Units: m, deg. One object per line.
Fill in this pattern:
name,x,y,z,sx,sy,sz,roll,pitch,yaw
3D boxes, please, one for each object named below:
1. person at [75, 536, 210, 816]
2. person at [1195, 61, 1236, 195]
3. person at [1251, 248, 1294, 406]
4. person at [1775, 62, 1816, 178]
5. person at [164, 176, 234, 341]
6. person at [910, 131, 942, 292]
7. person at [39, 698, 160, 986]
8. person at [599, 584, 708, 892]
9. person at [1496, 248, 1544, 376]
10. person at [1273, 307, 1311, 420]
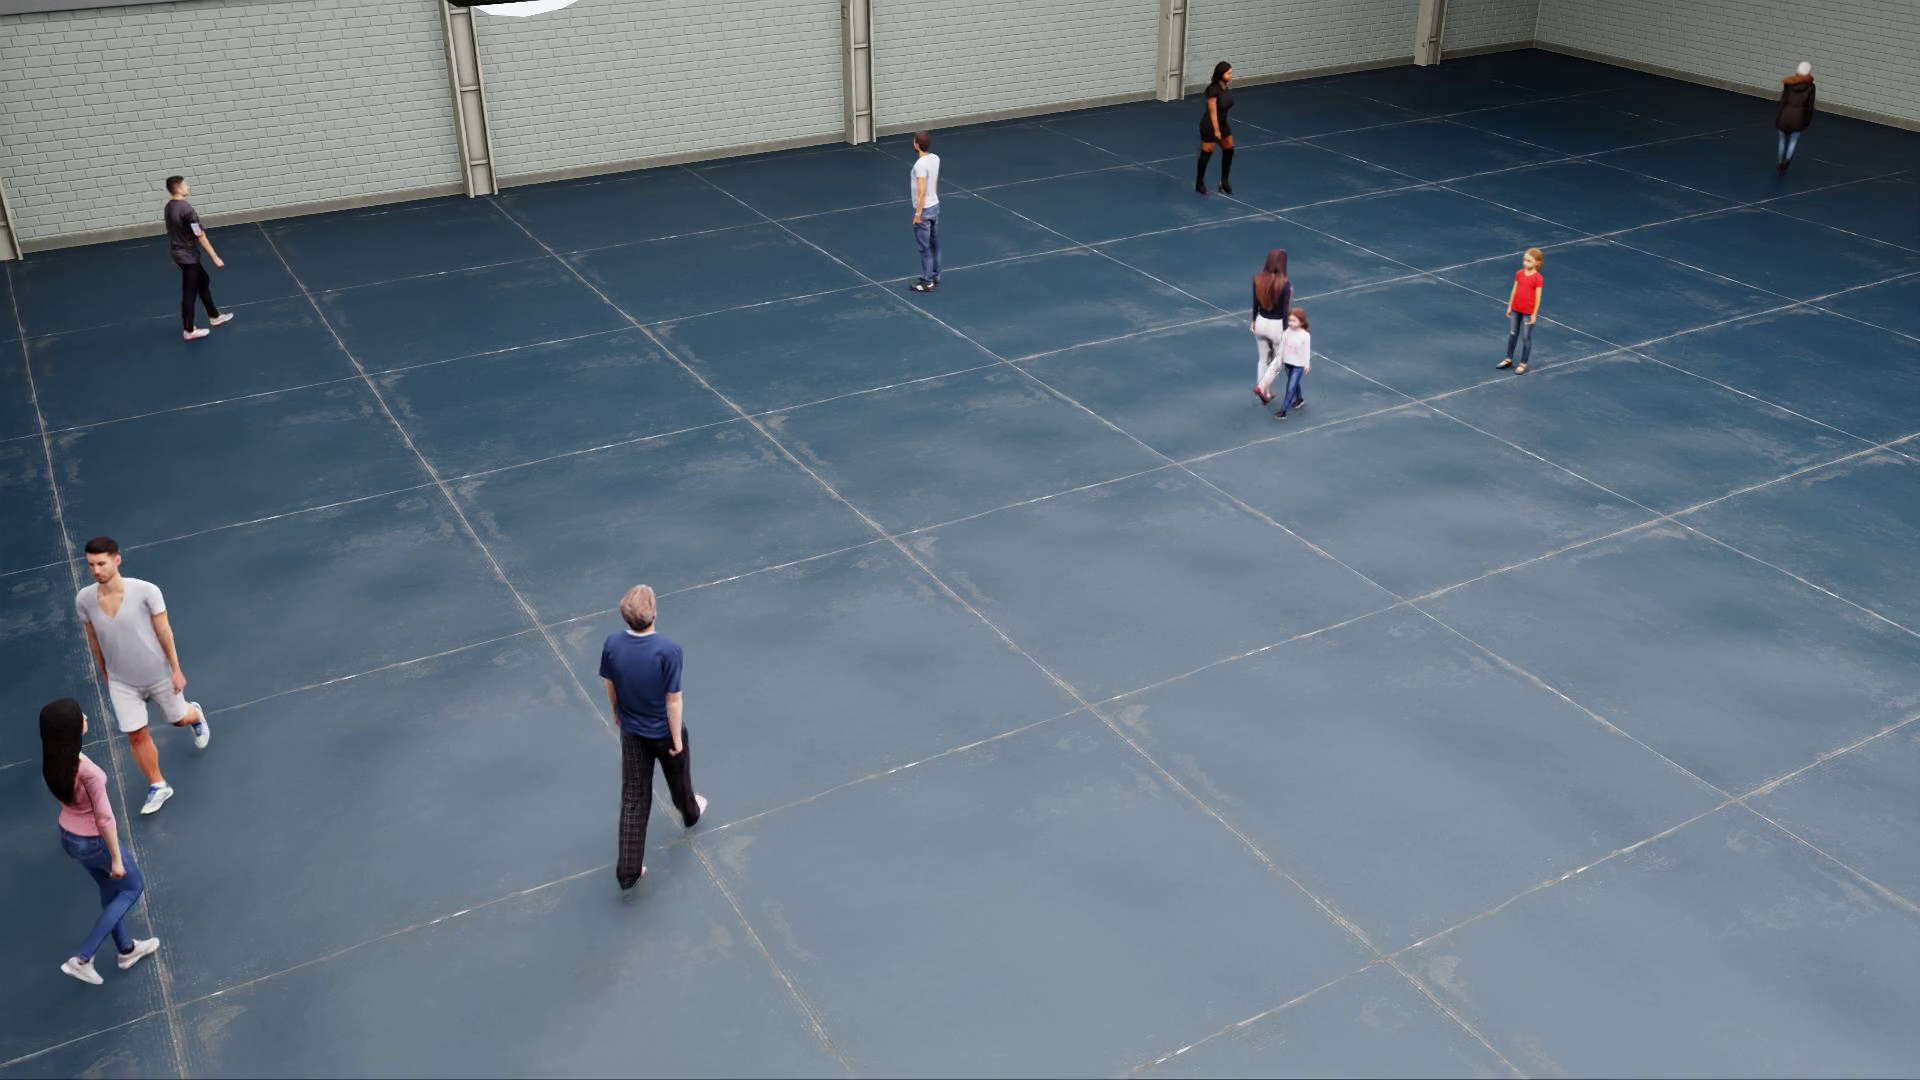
person,-5.116,0.767,10.466,1.136,1.834,1.029,-4,28,-8
person,3.436,-5.681,22.990,0.826,1.832,0.812,22,35,36
person,2.996,-2.029,16.158,0.703,1.594,0.757,23,35,38
person,11.962,-6.025,23.895,0.951,1.615,1.091,13,30,24
person,-8.385,-3.006,17.897,0.820,1.740,0.991,23,35,37
person,-0.381,-3.839,19.379,0.771,1.865,0.676,12,30,22
person,-4.705,1.645,8.872,0.799,1.733,0.914,15,31,26
person,-1.839,1.182,9.683,1.228,1.813,1.238,5,28,9
person,5.819,-2.374,17.139,0.528,1.311,0.514,-20,33,-33
person,3.278,-1.738,16.154,0.597,1.081,0.847,23,35,37
